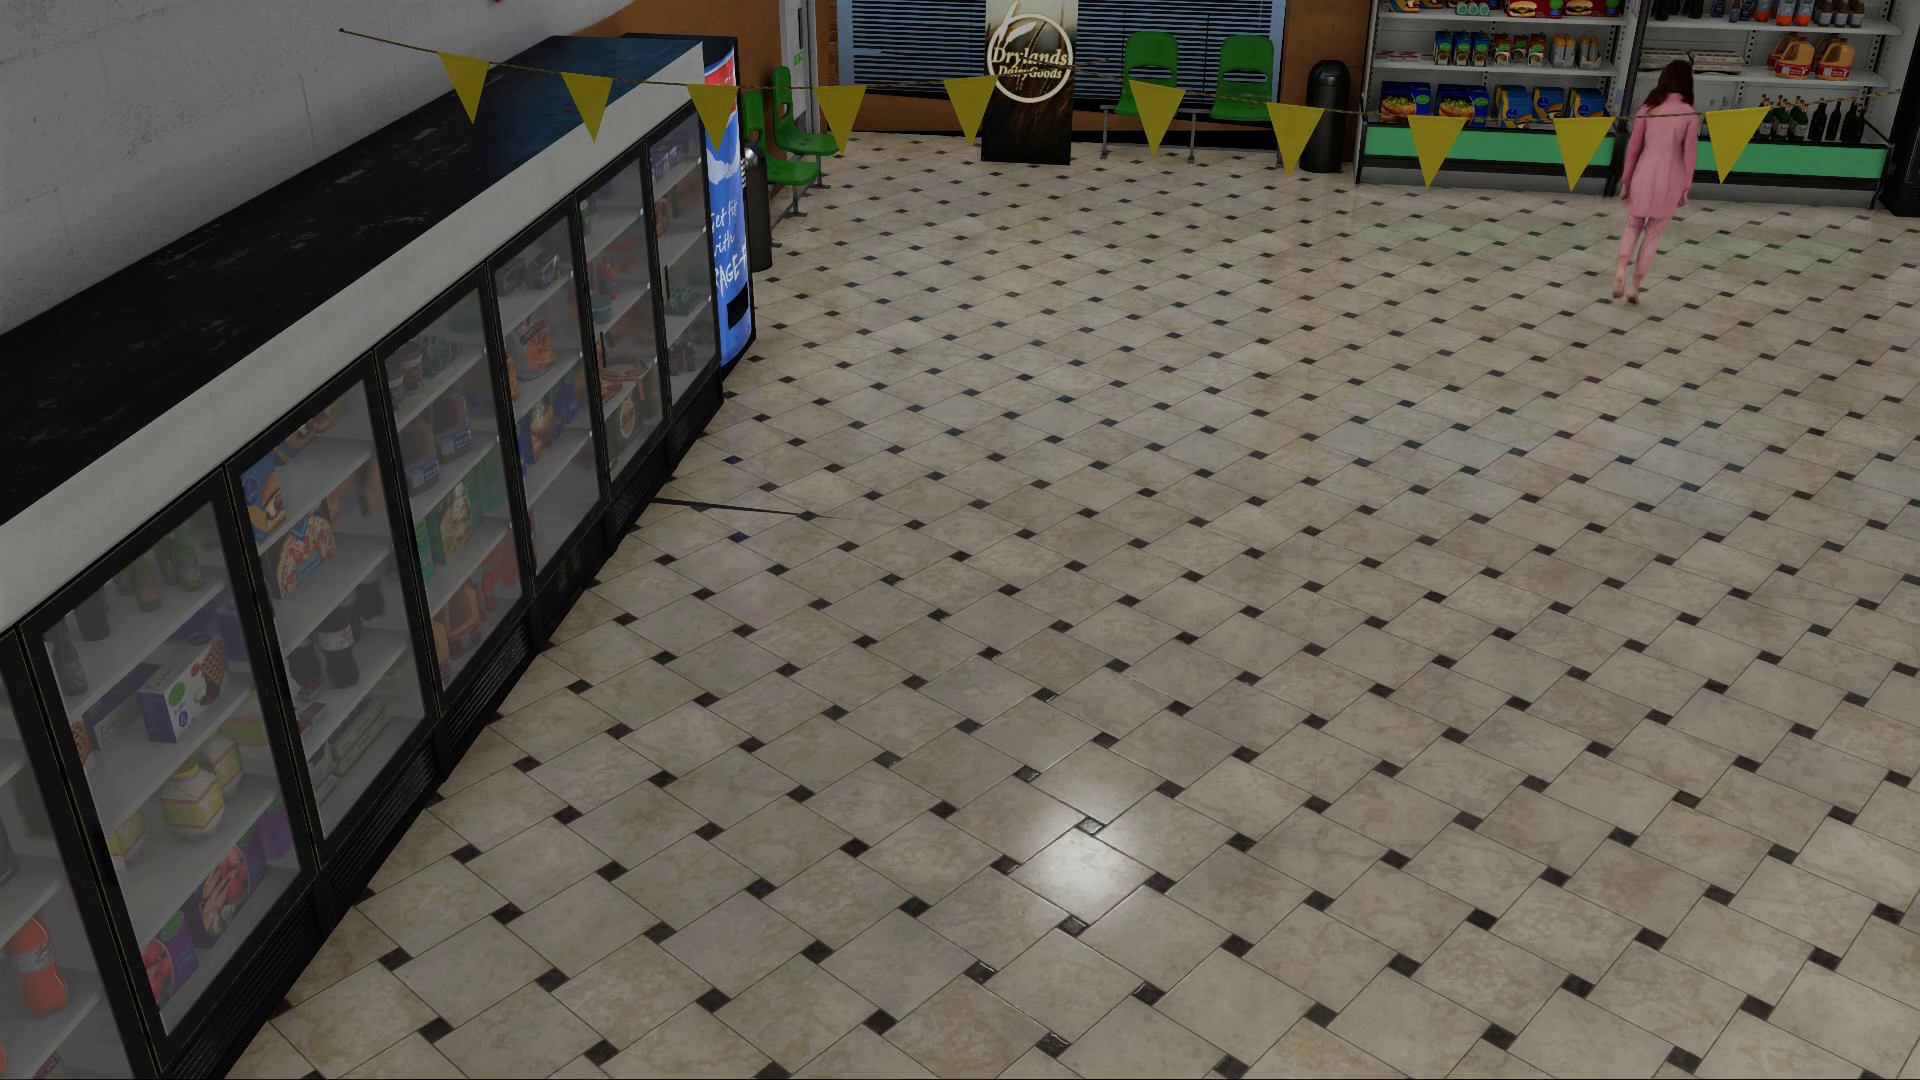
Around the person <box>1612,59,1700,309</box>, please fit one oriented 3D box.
[{"bbox_3d":[4.933,-2.485,11.853,0.793,1.789,0.823,17,33,28],"label":"person"}]
